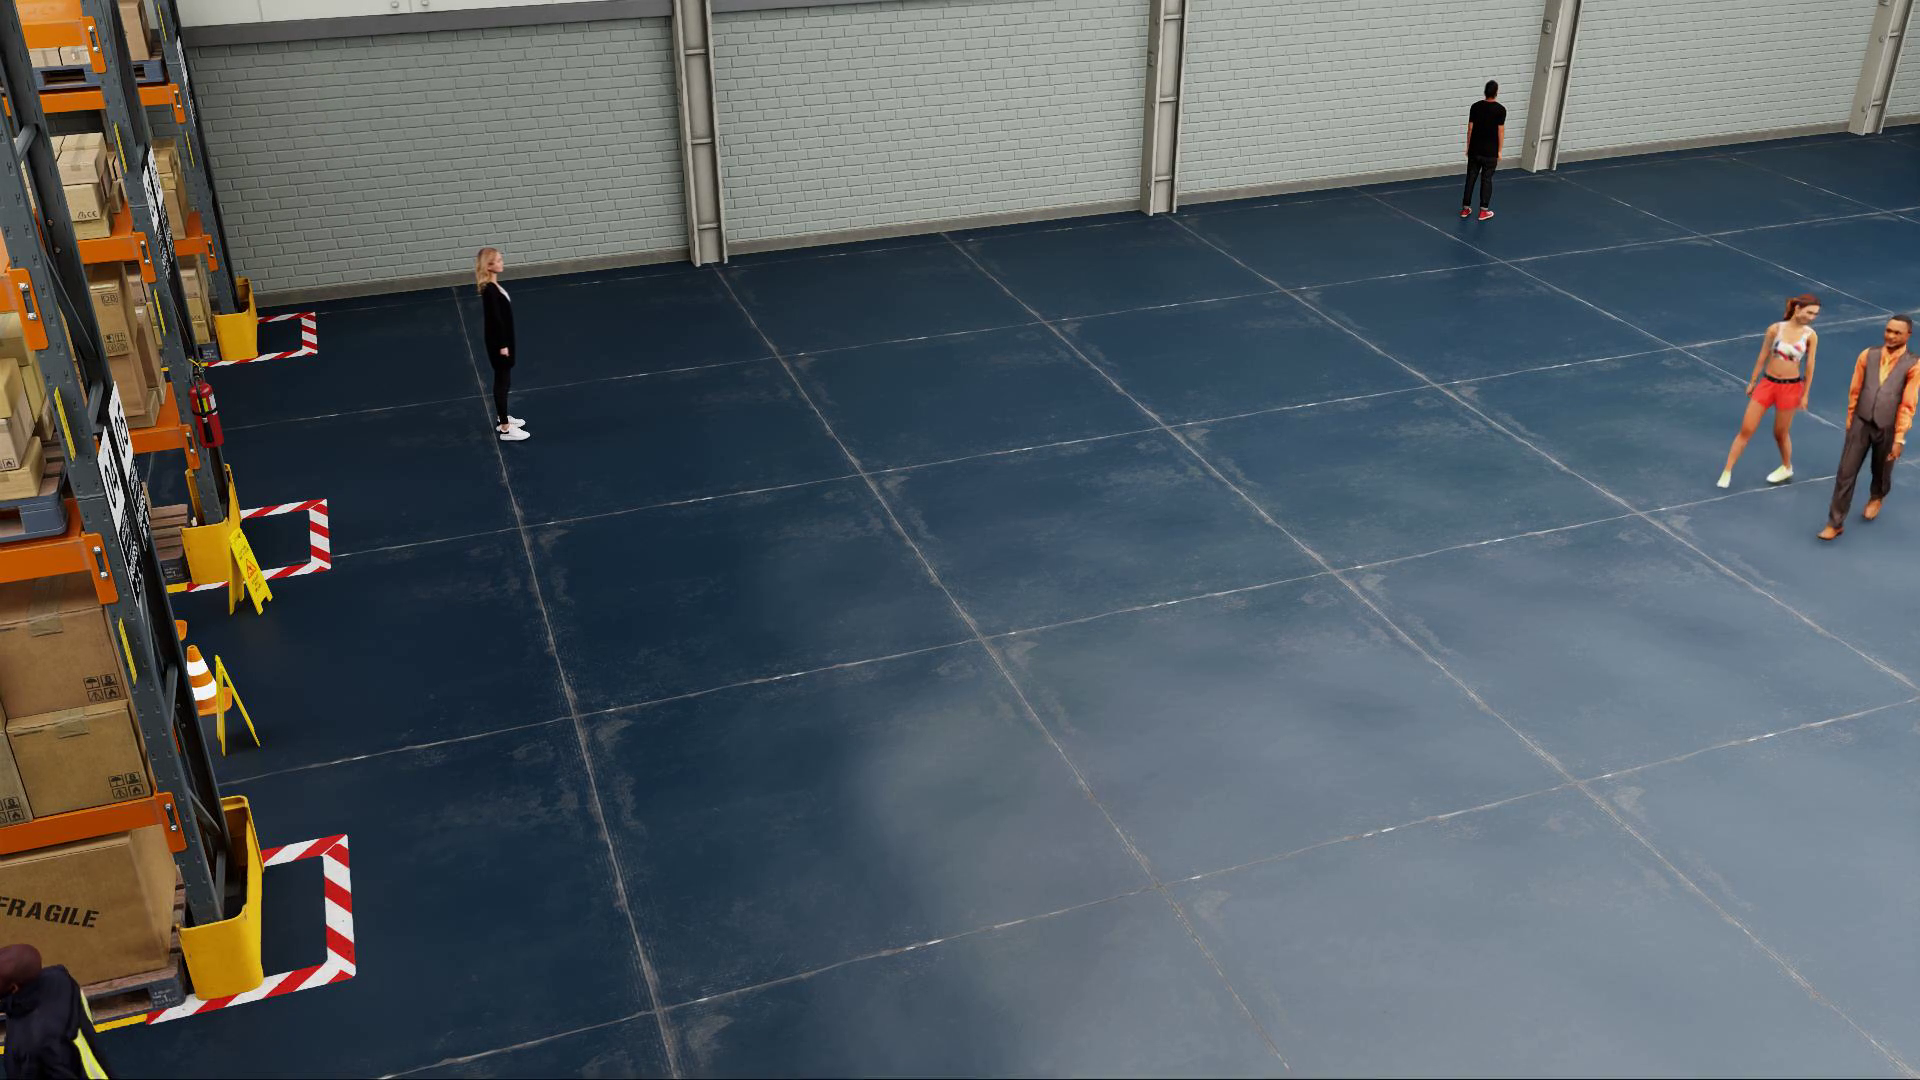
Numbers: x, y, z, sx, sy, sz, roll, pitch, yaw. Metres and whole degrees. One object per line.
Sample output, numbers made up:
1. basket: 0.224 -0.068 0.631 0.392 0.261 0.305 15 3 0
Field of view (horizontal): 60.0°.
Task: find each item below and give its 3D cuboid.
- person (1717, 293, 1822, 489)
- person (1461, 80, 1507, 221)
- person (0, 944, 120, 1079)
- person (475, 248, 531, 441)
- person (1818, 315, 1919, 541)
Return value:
1. person: 7.091 -1.266 14.281 0.916 1.744 1.034 24 36 38
2. person: 6.697 -4.993 21.264 0.731 1.758 0.763 18 33 31
3. person: -3.796 2.428 7.275 0.730 1.810 0.749 -11 30 -19
4. person: -4.221 -1.803 15.228 0.511 1.801 0.604 -9 29 -16
5. person: 7.483 -0.925 13.496 1.315 1.881 1.026 -25 37 -38
